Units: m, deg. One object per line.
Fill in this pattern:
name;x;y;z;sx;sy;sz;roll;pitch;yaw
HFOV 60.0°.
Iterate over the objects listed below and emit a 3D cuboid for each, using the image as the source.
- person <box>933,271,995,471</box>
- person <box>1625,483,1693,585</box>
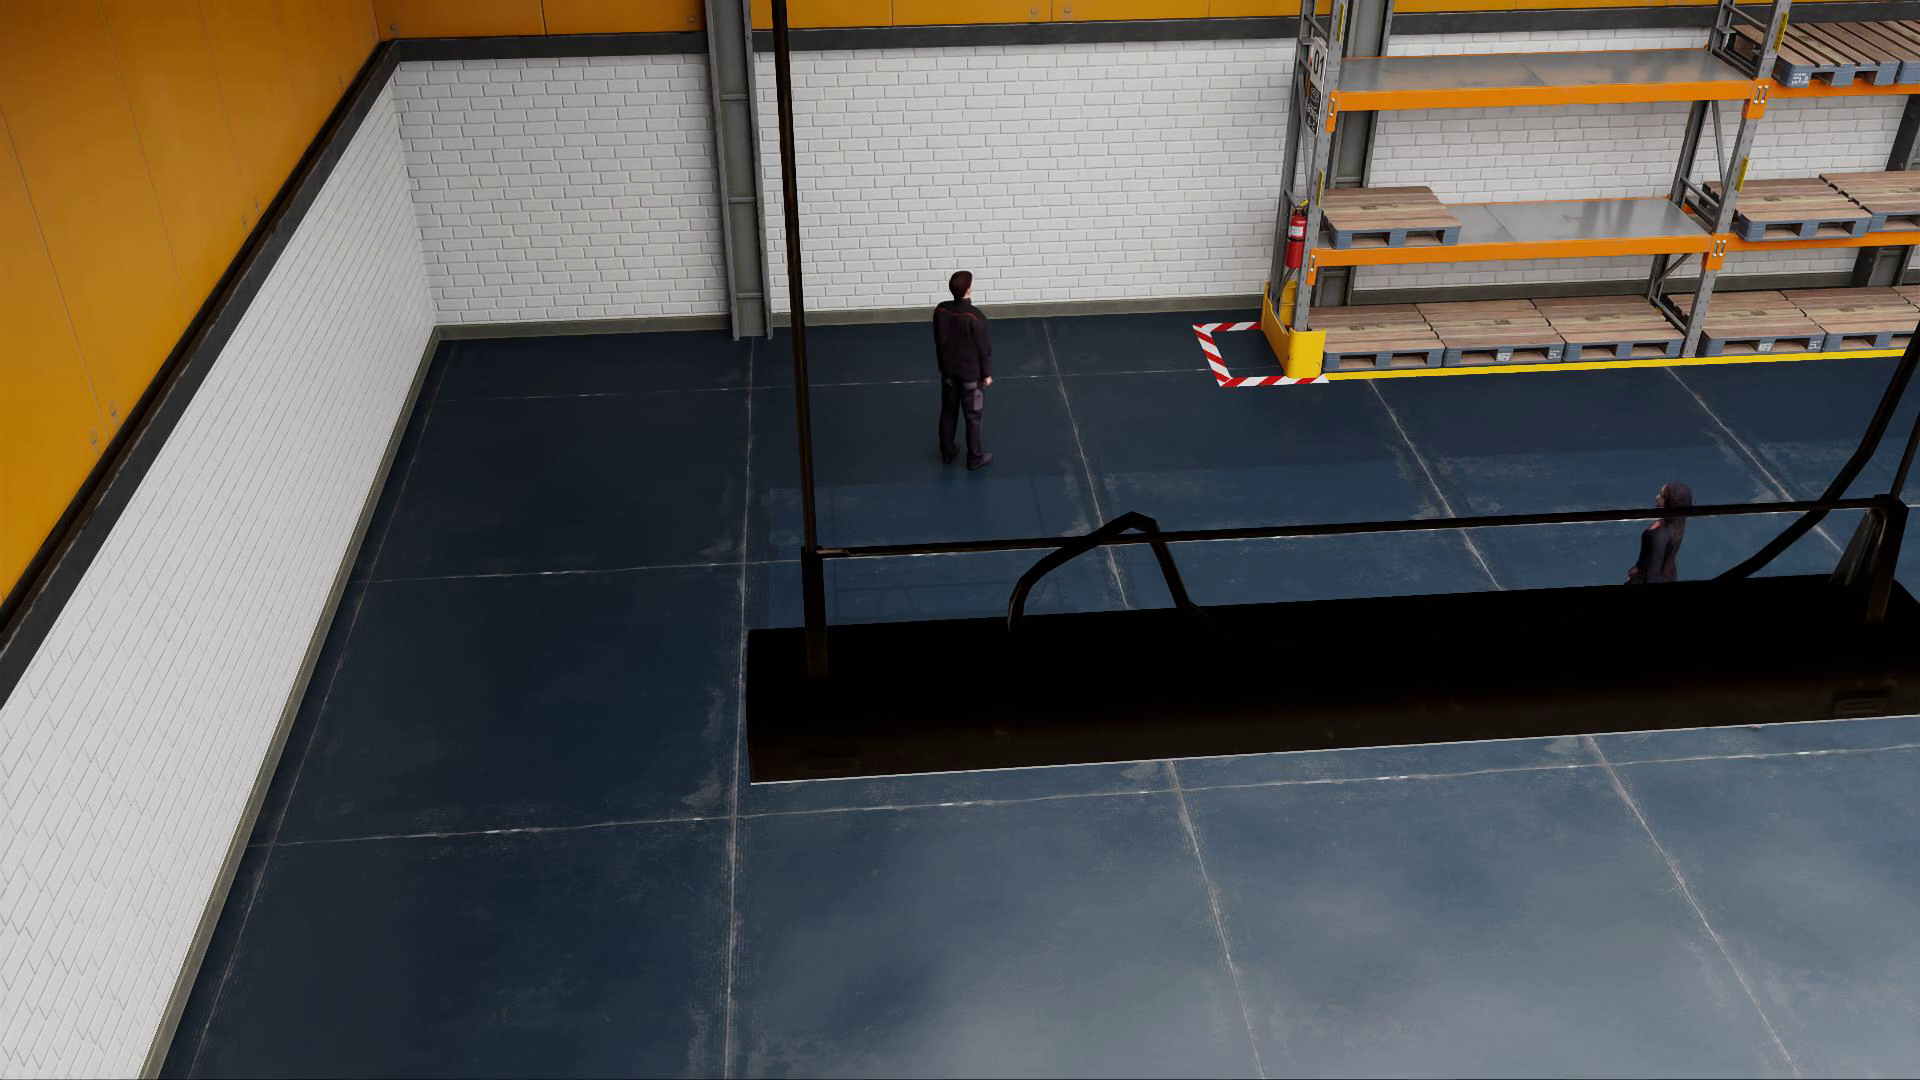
person;0.017;-1.468;14.383;0.741;1.838;0.855;18;38;25
person;4.965;0.354;11.761;0.916;1.707;0.848;22;40;30
